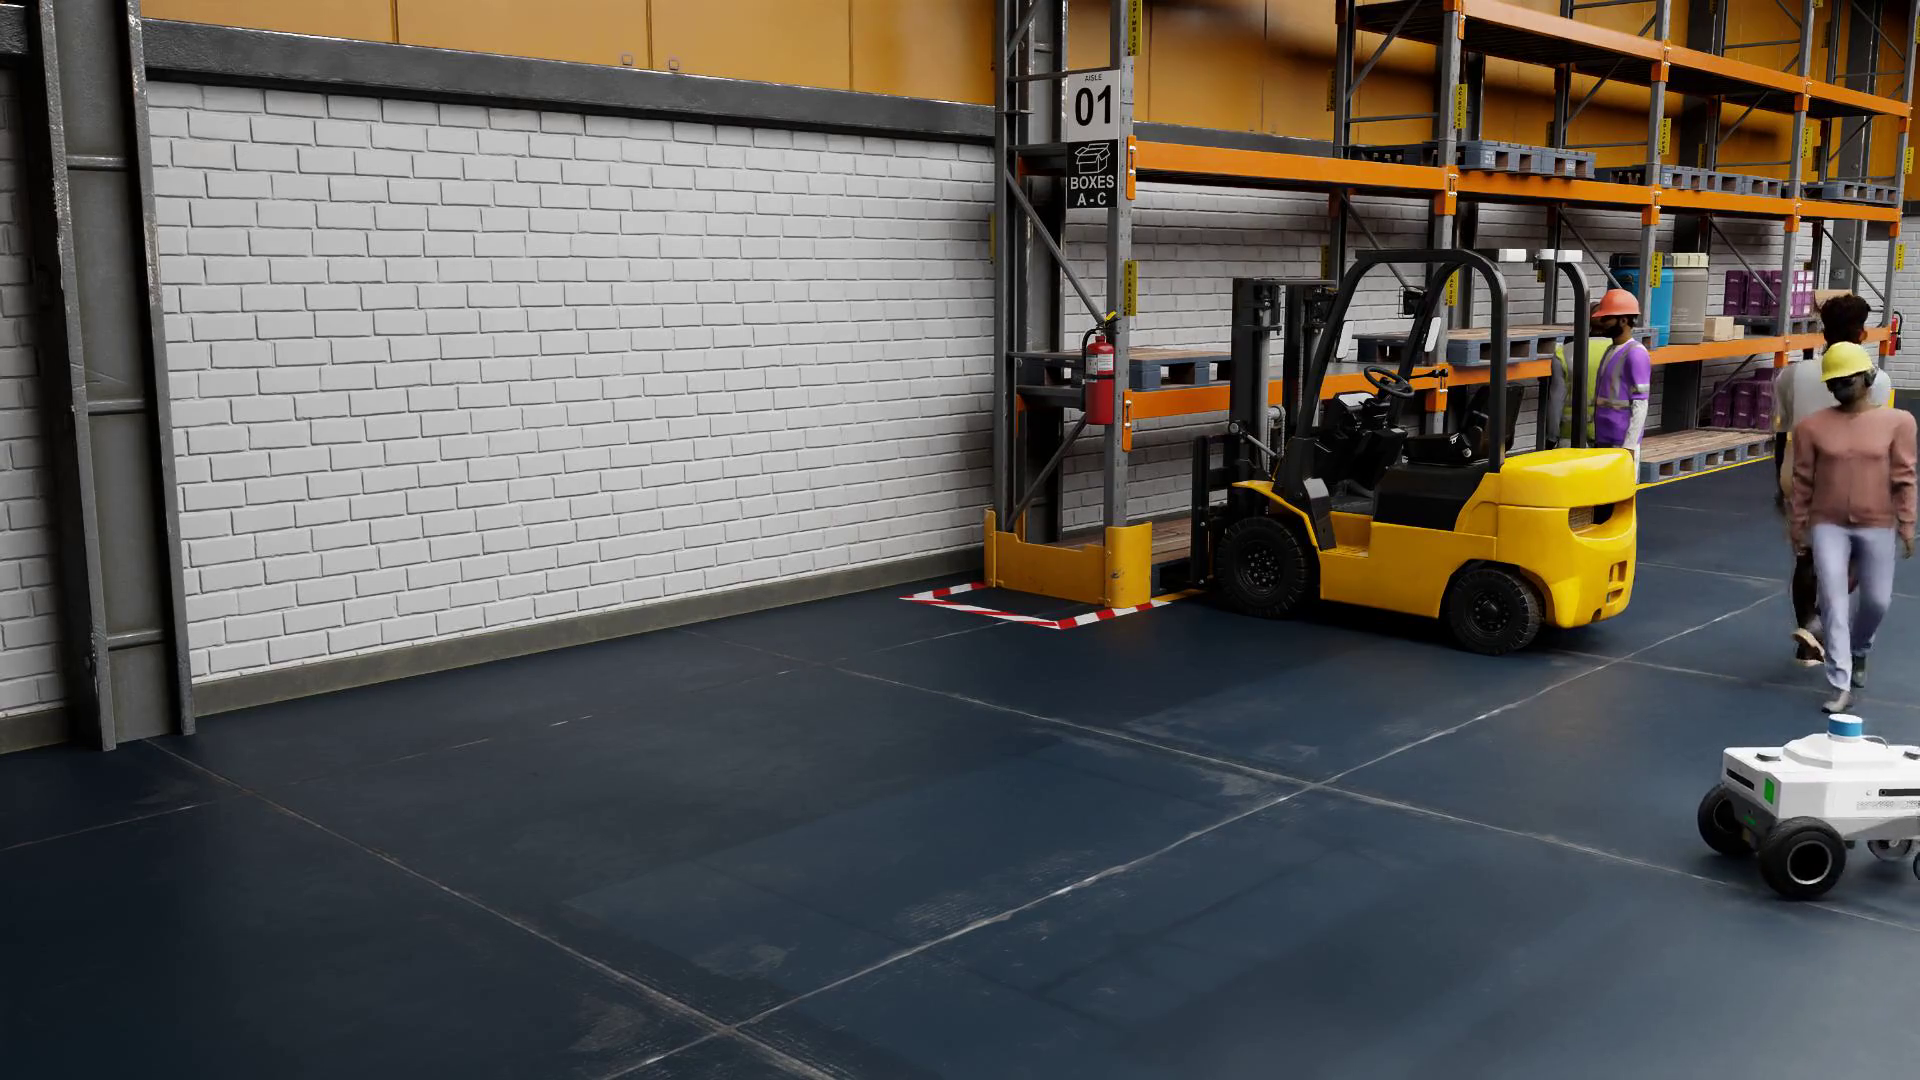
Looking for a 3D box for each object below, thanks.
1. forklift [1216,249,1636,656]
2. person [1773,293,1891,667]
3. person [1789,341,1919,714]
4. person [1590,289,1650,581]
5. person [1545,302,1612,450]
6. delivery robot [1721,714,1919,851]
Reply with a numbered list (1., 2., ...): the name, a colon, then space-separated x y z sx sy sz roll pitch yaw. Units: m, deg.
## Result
1. forklift: 2.710 -0.584 9.626 2.313 2.155 1.214 9 13 43
2. person: 4.466 -0.290 8.565 0.443 1.947 0.618 -6 11 -32
3. person: 4.227 -0.077 7.892 0.548 1.732 0.659 5 10 28
4. person: 4.329 -0.686 11.037 0.368 1.935 0.552 0 9 0
5. person: 4.394 -0.728 11.587 0.633 1.843 0.429 1 9 4
6. delivery robot: 2.988 0.836 5.645 0.707 0.478 0.477 0 9 -3
